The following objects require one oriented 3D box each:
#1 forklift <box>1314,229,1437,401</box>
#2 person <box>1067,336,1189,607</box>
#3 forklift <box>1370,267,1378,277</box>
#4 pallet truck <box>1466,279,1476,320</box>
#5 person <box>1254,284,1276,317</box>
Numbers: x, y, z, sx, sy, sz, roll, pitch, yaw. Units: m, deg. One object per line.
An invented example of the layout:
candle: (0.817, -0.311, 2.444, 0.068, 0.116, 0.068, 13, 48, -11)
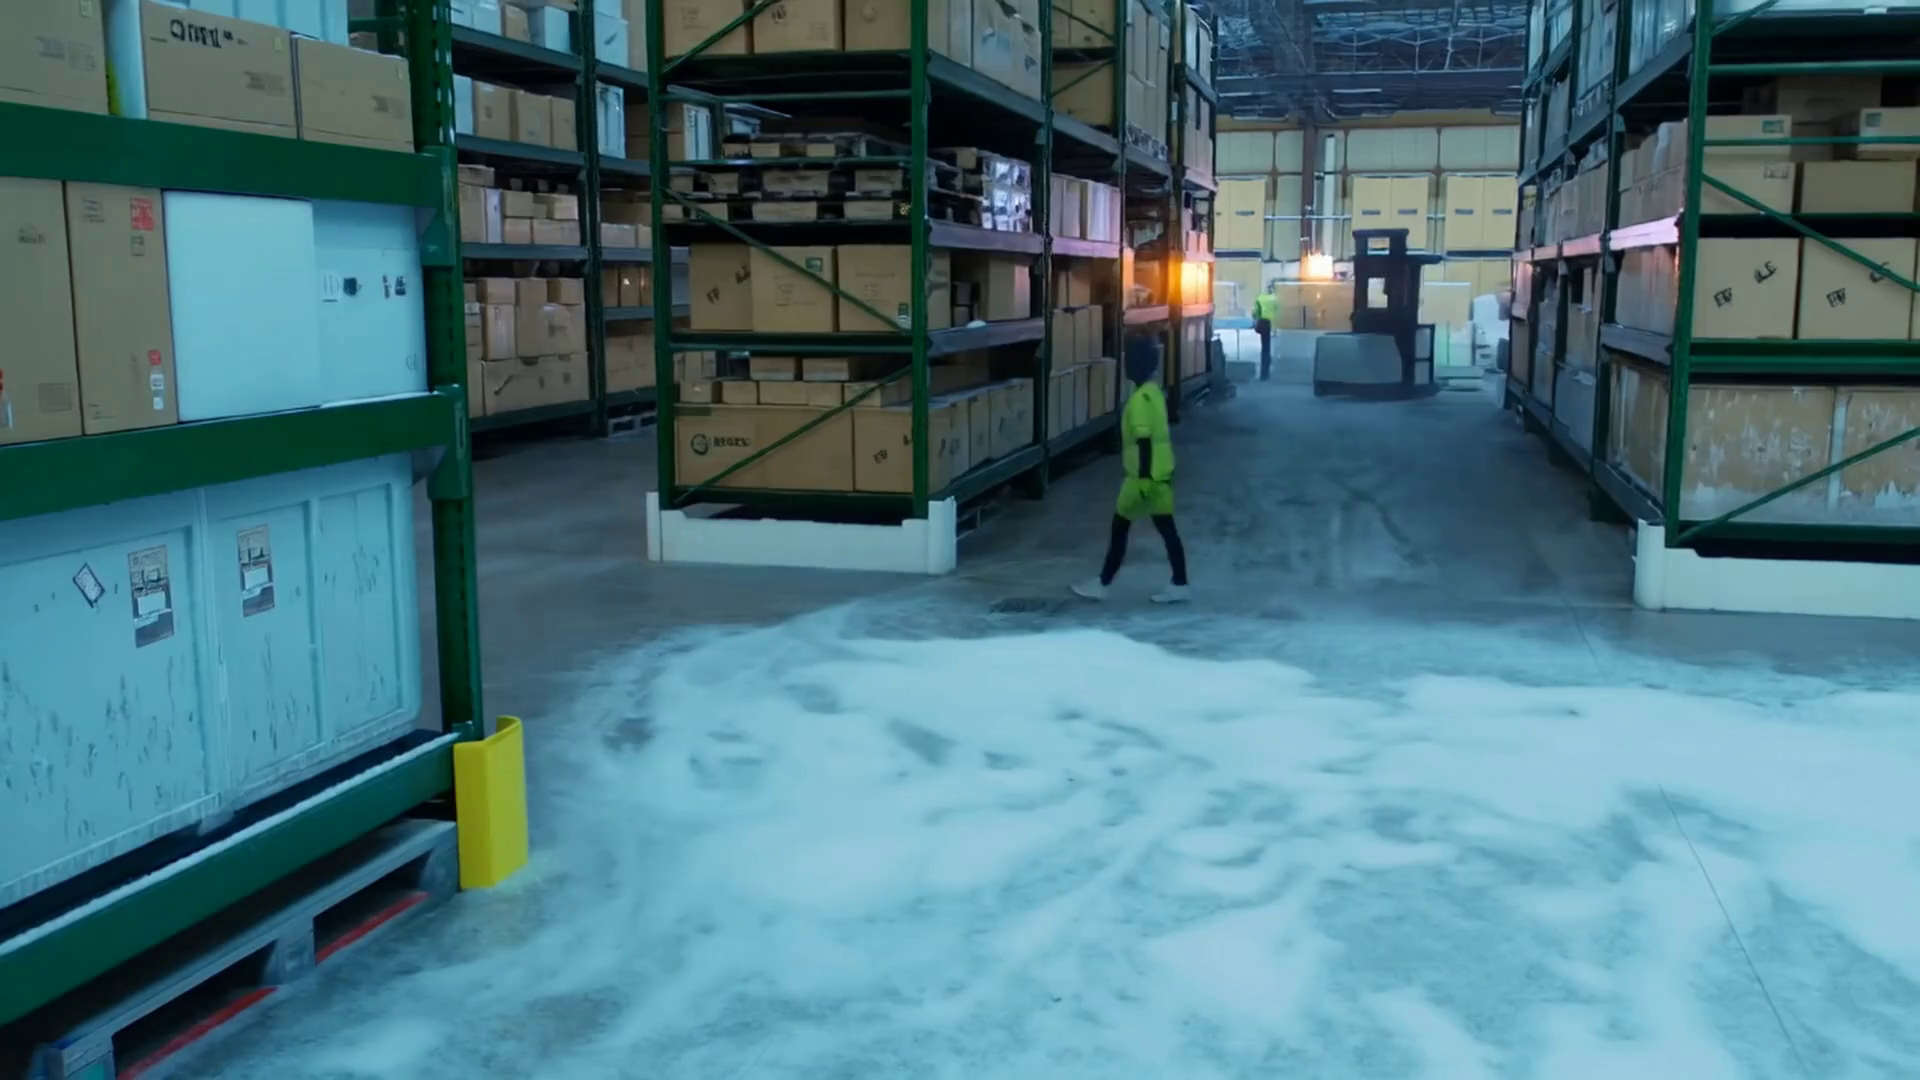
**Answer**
forklift: (6.942, -3.767, 27.707, 1.873, 2.768, 1.129, -6, 11, -34)
person: (1.052, -0.410, 10.226, 0.815, 1.655, 0.552, 3, 9, 17)
forklift: (14.380, -8.296, 56.477, 1.129, 2.768, 1.873, -2, 9, -11)
pallet truck: (18.896, -8.459, 60.307, 1.885, 1.965, 0.823, 5, 10, 31)
person: (7.905, -5.633, 42.729, 0.673, 1.927, 0.706, 2, 9, 15)
